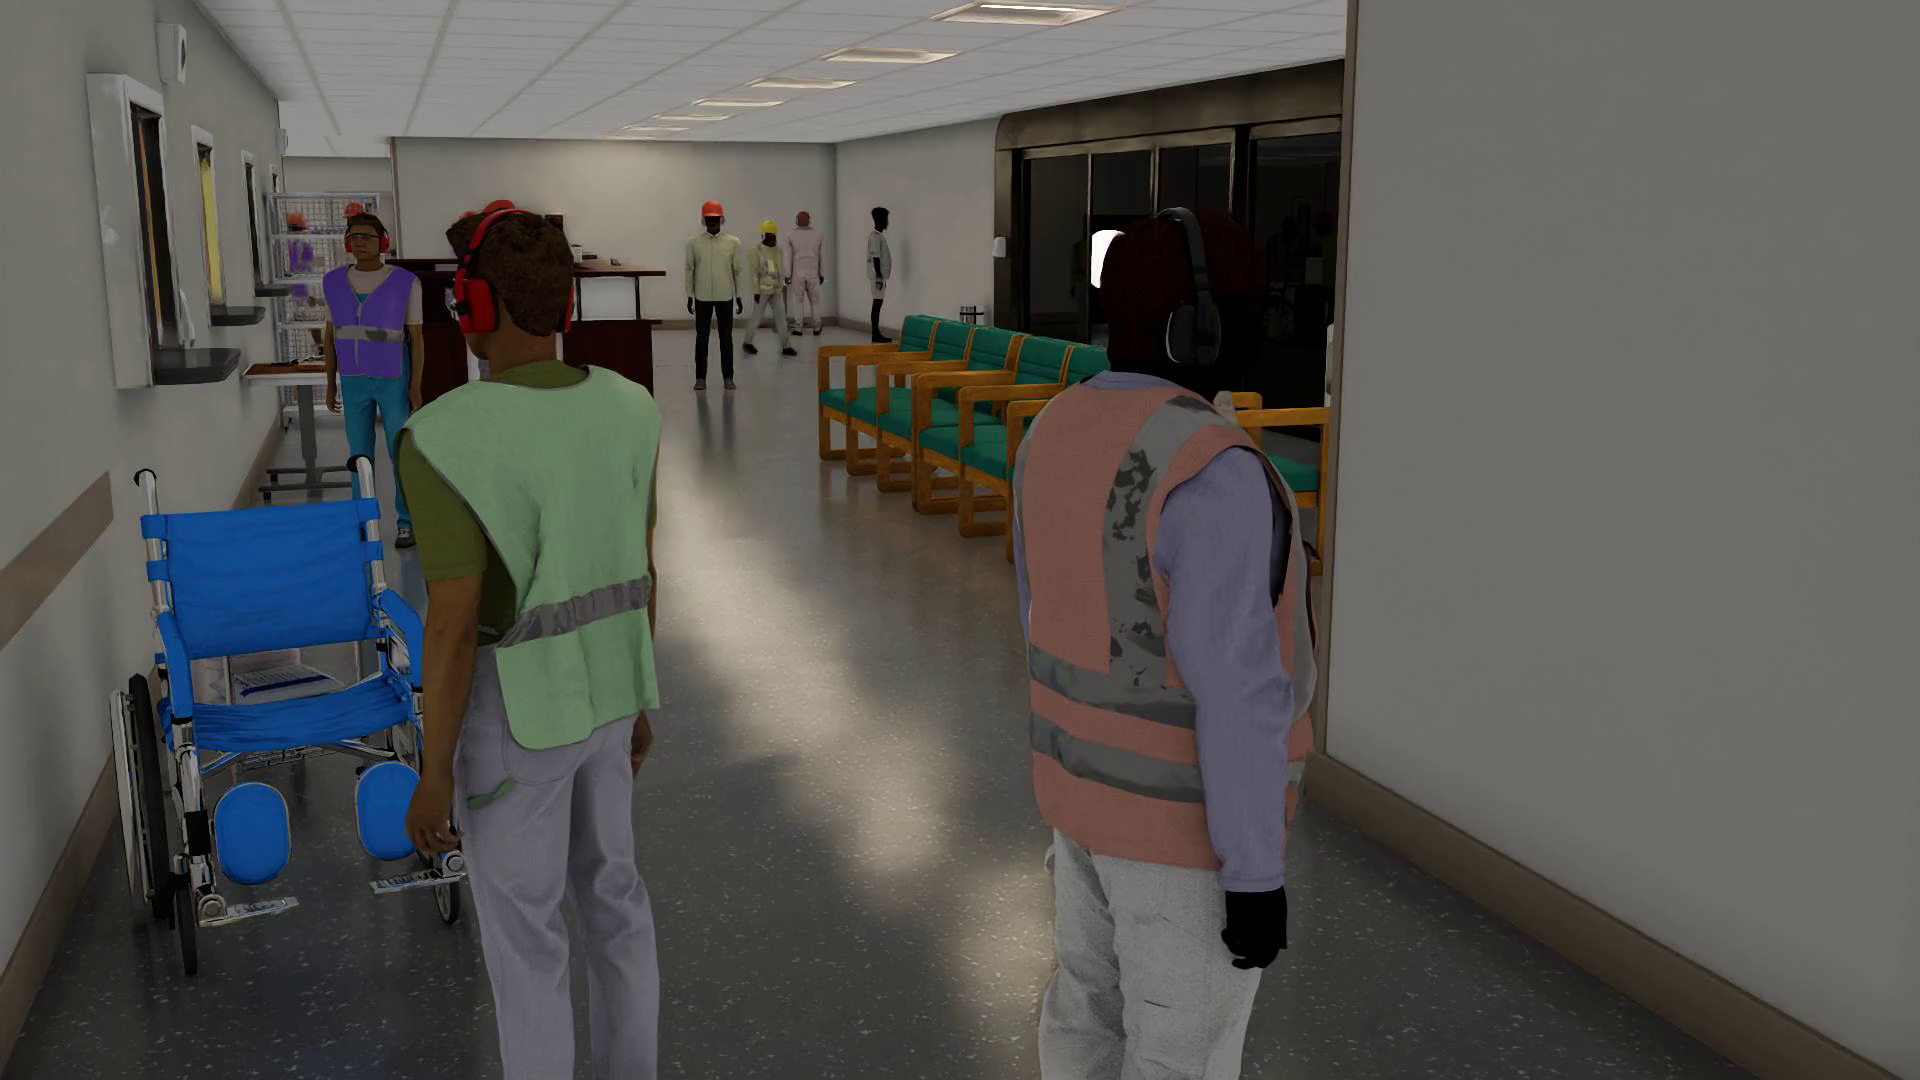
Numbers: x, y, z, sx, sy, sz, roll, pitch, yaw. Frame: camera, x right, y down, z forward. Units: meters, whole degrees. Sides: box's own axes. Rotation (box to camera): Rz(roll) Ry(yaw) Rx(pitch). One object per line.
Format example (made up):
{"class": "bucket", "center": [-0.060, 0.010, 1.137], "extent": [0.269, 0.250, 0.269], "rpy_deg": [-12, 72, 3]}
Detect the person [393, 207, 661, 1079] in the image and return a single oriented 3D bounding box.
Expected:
{"class": "person", "center": [-0.744, 0.339, 3.005], "extent": [0.386, 1.845, 0.568], "rpy_deg": [6, 13, 29]}

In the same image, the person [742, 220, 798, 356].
{"class": "person", "center": [-2.574, -3.343, 22.078], "extent": [0.933, 1.792, 0.608], "rpy_deg": [10, 15, 41]}

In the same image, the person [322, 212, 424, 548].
{"class": "person", "center": [-3.243, -0.879, 9.246], "extent": [0.566, 1.850, 0.389], "rpy_deg": [1, 11, 3]}

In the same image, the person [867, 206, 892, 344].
{"class": "person", "center": [-1.158, -3.799, 23.926], "extent": [0.367, 1.967, 0.606], "rpy_deg": [0, 11, -1]}

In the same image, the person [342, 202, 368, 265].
{"class": "person", "center": [-7.356, -3.132, 20.435], "extent": [0.390, 1.991, 0.624], "rpy_deg": [3, 11, 15]}

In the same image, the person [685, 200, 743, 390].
{"class": "person", "center": [-2.605, -2.588, 17.636], "extent": [0.611, 1.996, 0.379], "rpy_deg": [-2, 11, -9]}

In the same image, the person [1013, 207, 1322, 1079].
{"class": "person", "center": [0.325, 0.423, 2.585], "extent": [0.429, 1.845, 0.621], "rpy_deg": [-5, 12, -23]}

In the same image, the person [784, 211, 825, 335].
{"class": "person", "center": [-2.412, -4.122, 25.741], "extent": [0.652, 1.906, 0.403], "rpy_deg": [-4, 12, -21]}
